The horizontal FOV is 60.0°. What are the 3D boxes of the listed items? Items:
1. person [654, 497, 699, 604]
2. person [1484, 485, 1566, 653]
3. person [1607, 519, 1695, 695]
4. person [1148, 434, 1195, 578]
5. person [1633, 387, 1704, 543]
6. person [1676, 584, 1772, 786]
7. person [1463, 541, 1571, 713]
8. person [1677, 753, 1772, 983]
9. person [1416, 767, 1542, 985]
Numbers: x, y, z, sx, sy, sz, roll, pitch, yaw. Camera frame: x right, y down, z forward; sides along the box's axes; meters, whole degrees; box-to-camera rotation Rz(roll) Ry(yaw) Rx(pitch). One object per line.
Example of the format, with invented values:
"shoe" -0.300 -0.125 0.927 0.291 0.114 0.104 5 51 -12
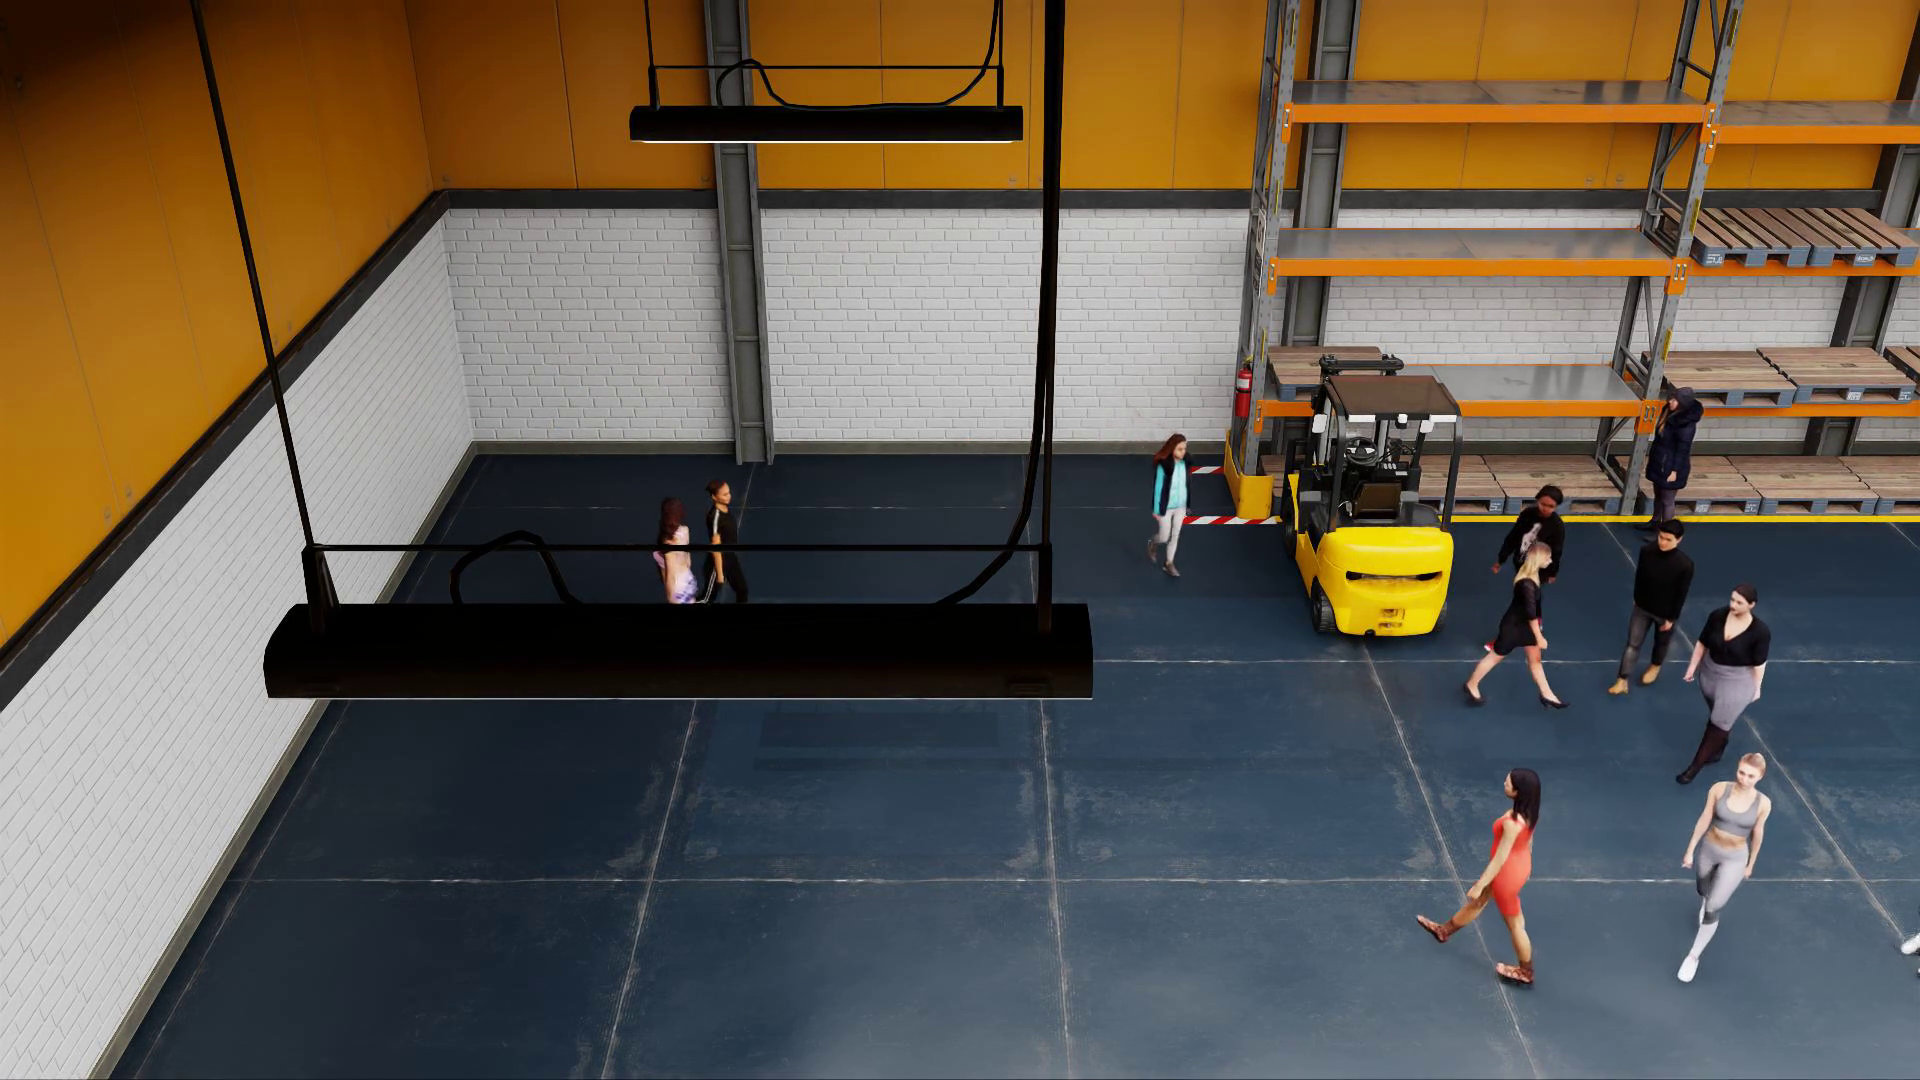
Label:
"person" -2.425 0.446 14.339 0.632 1.757 0.633 1 29 2
"person" 5.169 0.222 14.891 1.190 1.623 1.021 -17 33 -29
"person" 6.011 0.539 14.247 1.053 1.681 1.100 25 37 38
"person" 2.009 -0.372 16.112 0.739 1.496 0.787 -14 31 -24
"person" 7.115 -0.769 16.653 0.625 1.674 0.657 1 29 2
"person" 6.137 1.096 13.186 1.153 1.721 1.006 -17 33 -28
"person" 4.569 0.745 13.930 1.160 1.625 0.898 13 31 22
"person" 5.204 2.132 11.343 1.111 1.666 1.069 20 34 32
"person" 3.727 2.281 11.062 1.177 1.675 0.990 17 33 28
